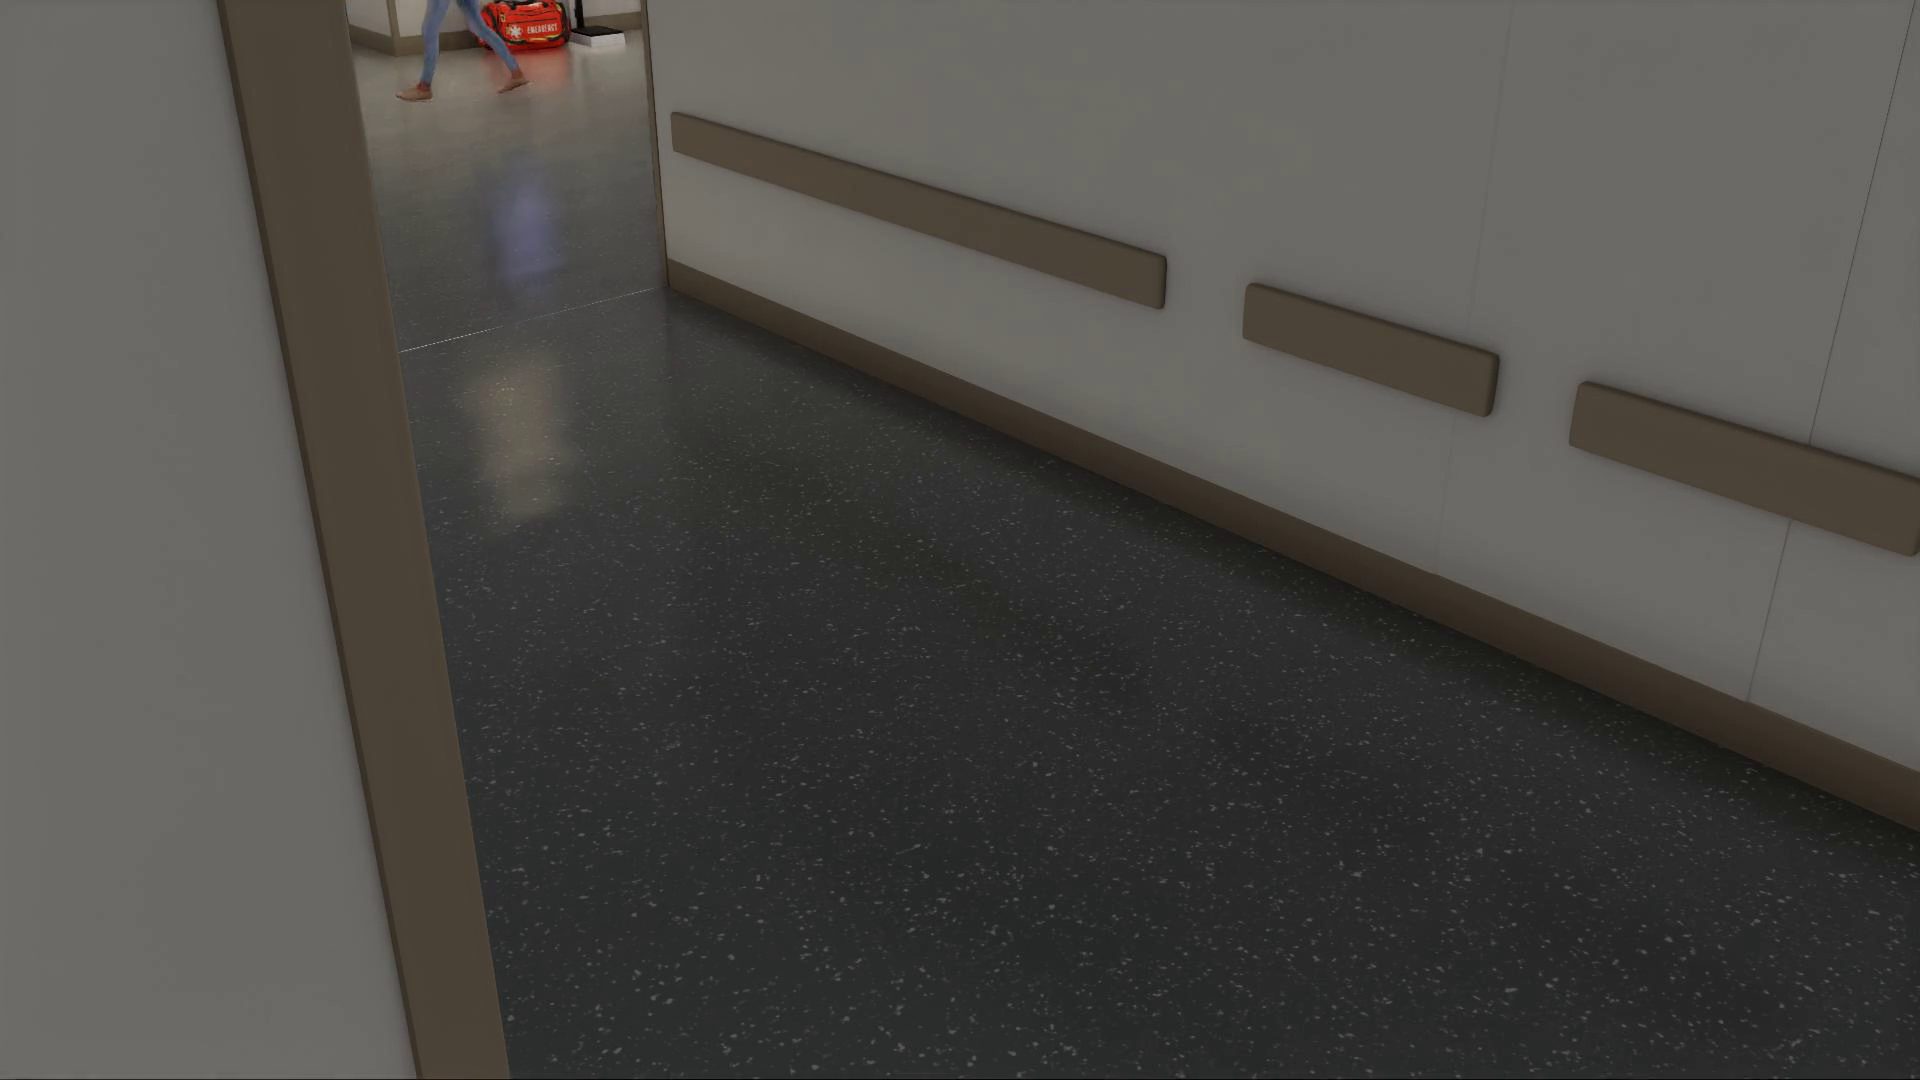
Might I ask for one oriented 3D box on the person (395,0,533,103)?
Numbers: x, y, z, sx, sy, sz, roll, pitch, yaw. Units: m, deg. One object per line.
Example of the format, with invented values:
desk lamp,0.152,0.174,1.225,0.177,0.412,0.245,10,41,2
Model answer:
person,-3.612,-4.065,12.144,1.284,1.743,0.967,-7,27,-14
